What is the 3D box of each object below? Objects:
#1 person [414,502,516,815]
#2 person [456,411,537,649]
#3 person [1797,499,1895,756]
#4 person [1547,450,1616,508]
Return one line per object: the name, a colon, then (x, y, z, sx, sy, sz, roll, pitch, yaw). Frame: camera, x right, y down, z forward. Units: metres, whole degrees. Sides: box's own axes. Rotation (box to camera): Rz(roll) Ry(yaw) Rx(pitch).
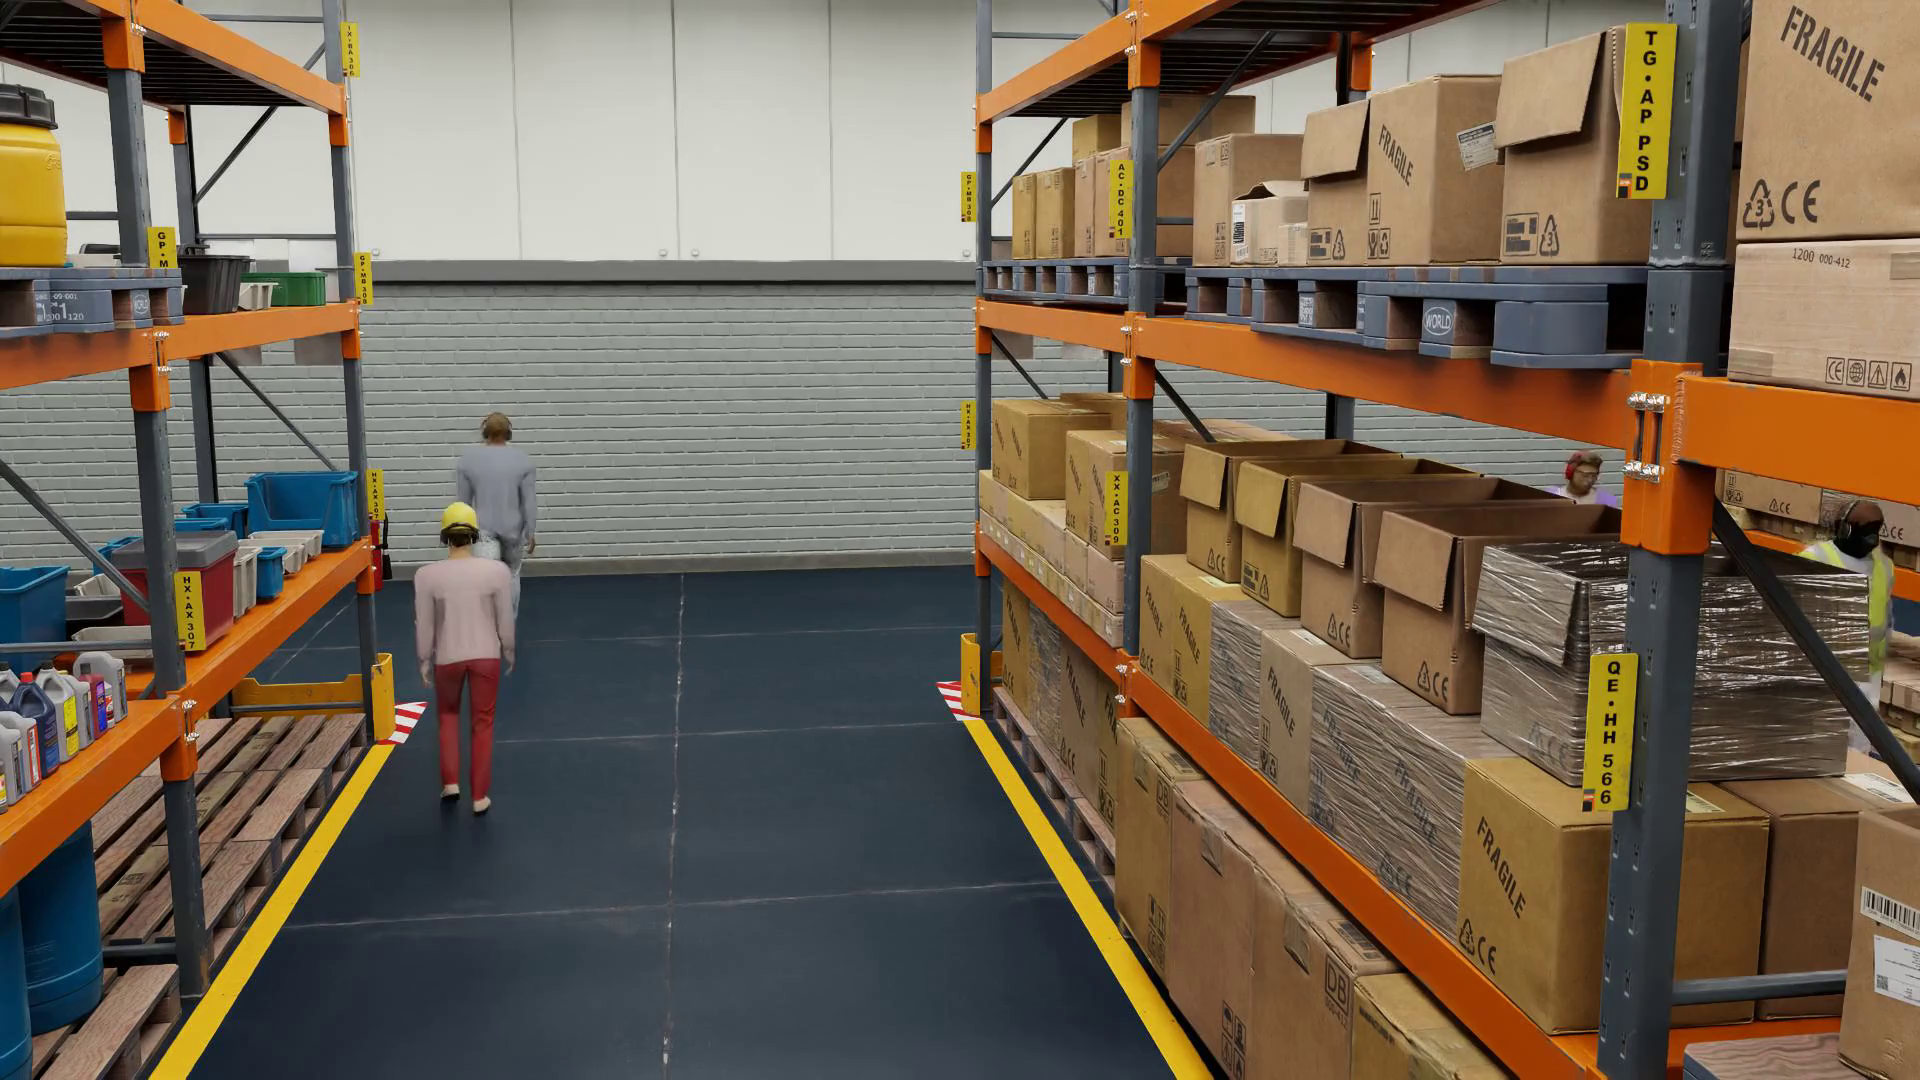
person: (-2.770, 0.659, 9.358, 0.530, 1.748, 0.534, -2, 9, -12)
person: (-3.725, -0.082, 13.423, 0.634, 1.910, 0.927, -2, 9, -13)
person: (4.745, 0.668, 9.052, 0.637, 1.820, 0.634, -2, 9, -10)
person: (4.204, 0.262, 11.564, 0.603, 1.821, 0.543, 1, 9, 6)
